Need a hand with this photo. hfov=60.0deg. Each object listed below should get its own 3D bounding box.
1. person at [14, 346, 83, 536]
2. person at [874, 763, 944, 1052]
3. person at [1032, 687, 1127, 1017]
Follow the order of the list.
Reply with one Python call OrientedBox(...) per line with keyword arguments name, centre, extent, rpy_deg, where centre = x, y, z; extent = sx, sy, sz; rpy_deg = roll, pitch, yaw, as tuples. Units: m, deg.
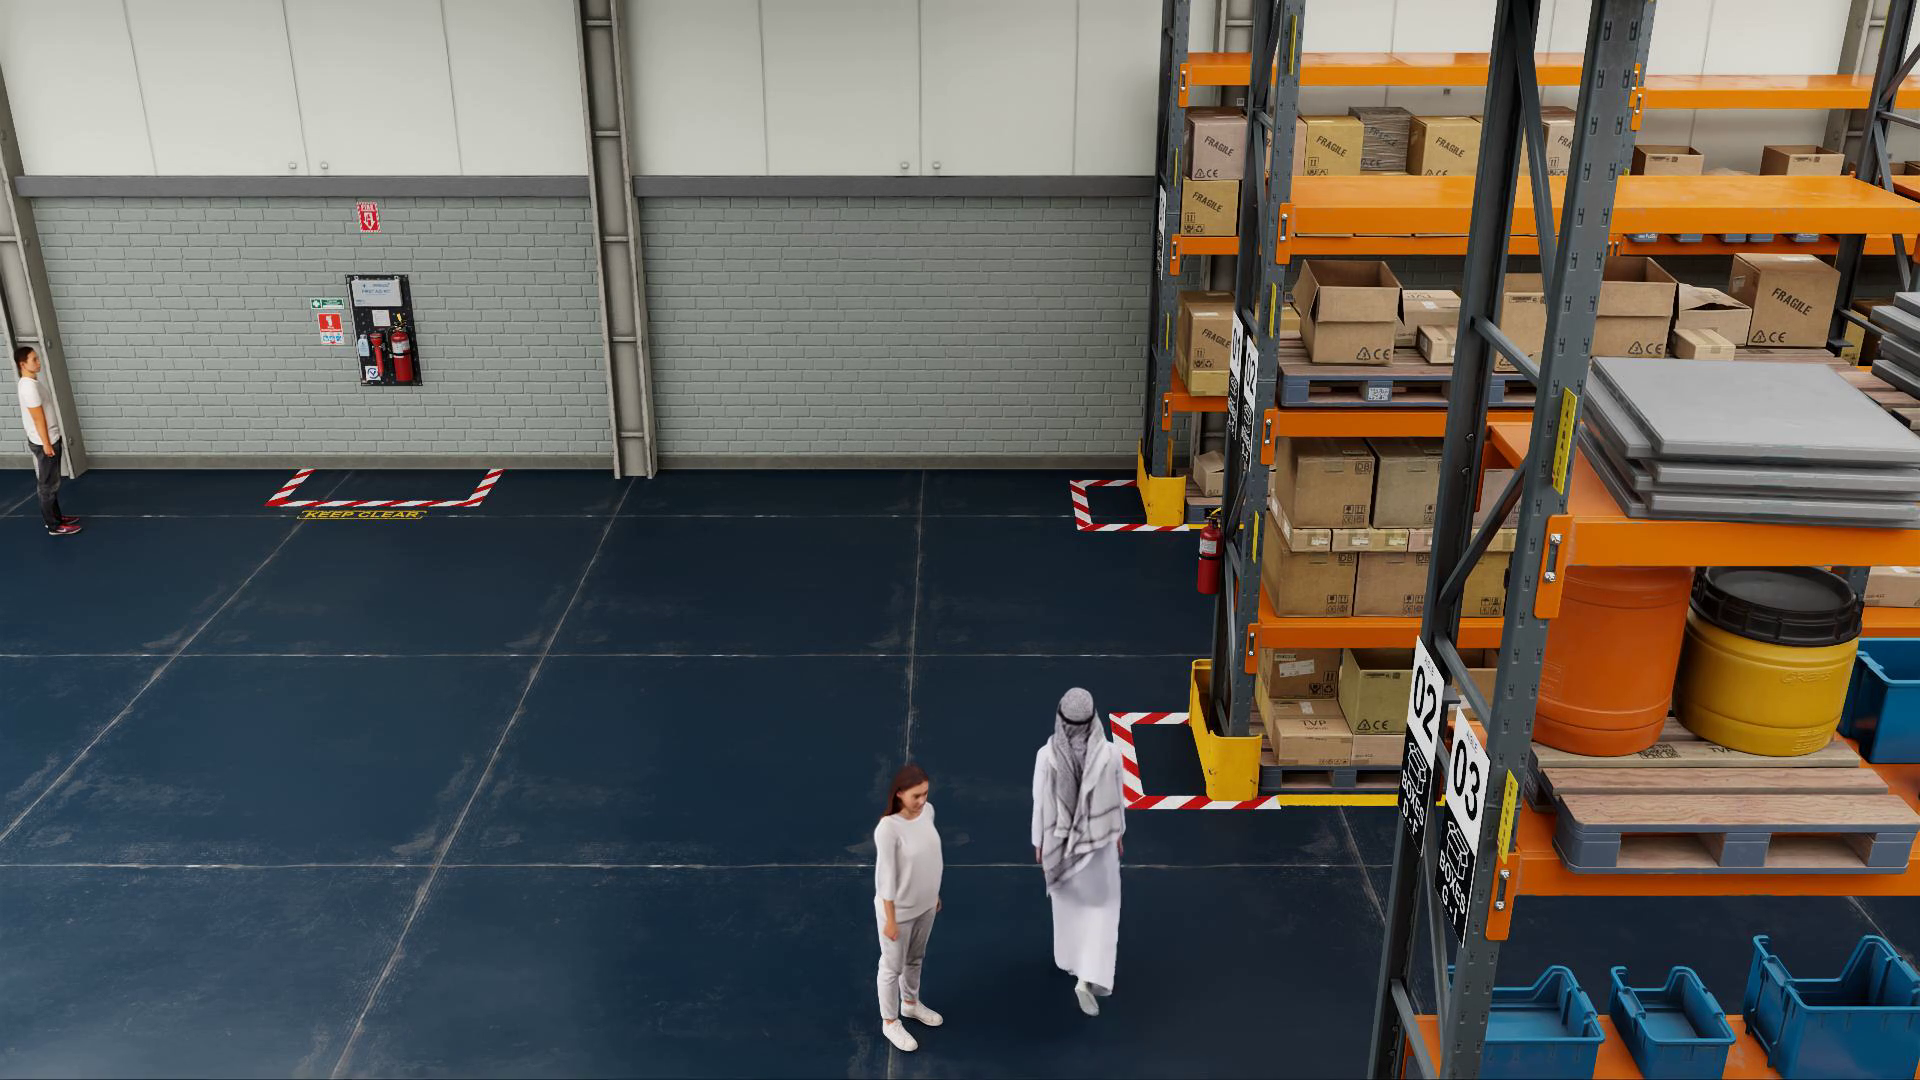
OrientedBox(name="person", centre=(-8.645, -0.946, 15.667), extent=(0.716, 1.801, 0.719), rpy_deg=(-13, 26, -28))
OrientedBox(name="person", centre=(-0.292, 1.950, 9.001), extent=(0.719, 1.689, 0.686), rpy_deg=(16, 28, 33))
OrientedBox(name="person", centre=(0.675, 1.735, 9.233), extent=(1.017, 1.902, 0.798), rpy_deg=(2, 23, 4))
